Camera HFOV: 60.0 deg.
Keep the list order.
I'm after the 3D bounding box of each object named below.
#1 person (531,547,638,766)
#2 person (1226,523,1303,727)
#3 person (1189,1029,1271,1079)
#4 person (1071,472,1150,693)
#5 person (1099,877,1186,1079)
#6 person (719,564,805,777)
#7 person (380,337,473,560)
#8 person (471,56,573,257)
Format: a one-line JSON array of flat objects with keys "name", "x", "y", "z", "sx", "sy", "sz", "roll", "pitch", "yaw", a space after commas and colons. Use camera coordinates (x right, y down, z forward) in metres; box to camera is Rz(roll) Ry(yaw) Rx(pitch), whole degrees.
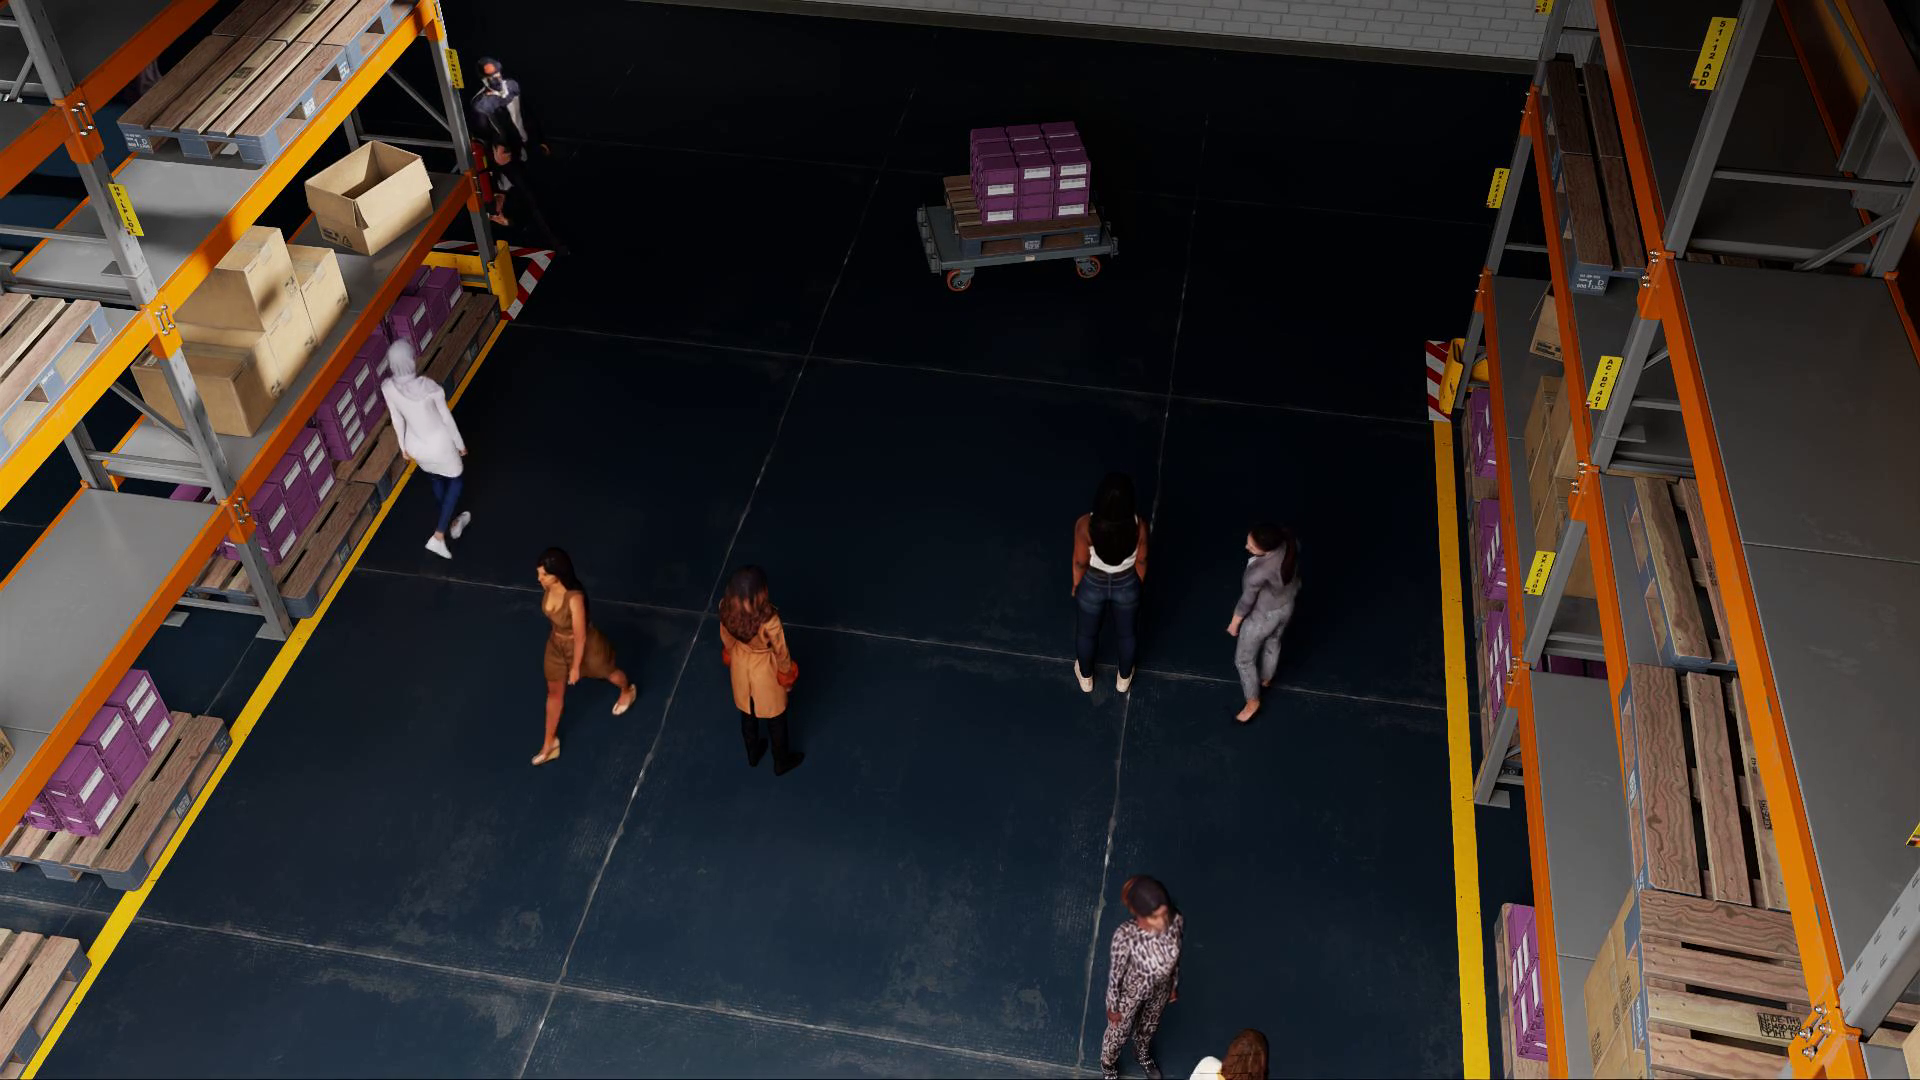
[{"name": "person", "x": -2.301, "y": 0.635, "z": 10.337, "sx": 0.902, "sy": 1.636, "sz": 1.141, "roll": 29, "pitch": 51, "yaw": 27}, {"name": "person", "x": 1.980, "y": 0.456, "z": 10.515, "sx": 0.788, "sy": 1.650, "sz": 0.869, "roll": -18, "pitch": 46, "yaw": -18}, {"name": "person", "x": 1.156, "y": 2.936, "z": 7.915, "sx": 0.928, "sy": 1.645, "sz": 1.025, "roll": 34, "pitch": 53, "yaw": 30}, {"name": "person", "x": 0.950, "y": 0.293, "z": 10.571, "sx": 0.646, "sy": 1.808, "sz": 0.610, "roll": 3, "pitch": 44, "yaw": 3}, {"name": "person", "x": 0.926, "y": 2.299, "z": 8.537, "sx": 0.685, "sy": 1.710, "sz": 0.728, "roll": -17, "pitch": 46, "yaw": -17}, {"name": "person", "x": -1.218, "y": 0.795, "z": 10.103, "sx": 0.746, "sy": 1.727, "sz": 0.700, "roll": 20, "pitch": 47, "yaw": 19}, {"name": "person", "x": -3.691, "y": -0.593, "z": 11.534, "sx": 0.637, "sy": 1.762, "sz": 0.892, "roll": 8, "pitch": 44, "yaw": 8}, {"name": "person", "x": -3.965, "y": -3.369, "z": 14.394, "sx": 0.970, "sy": 1.837, "sz": 1.254, "roll": 18, "pitch": 46, "yaw": 18}]
